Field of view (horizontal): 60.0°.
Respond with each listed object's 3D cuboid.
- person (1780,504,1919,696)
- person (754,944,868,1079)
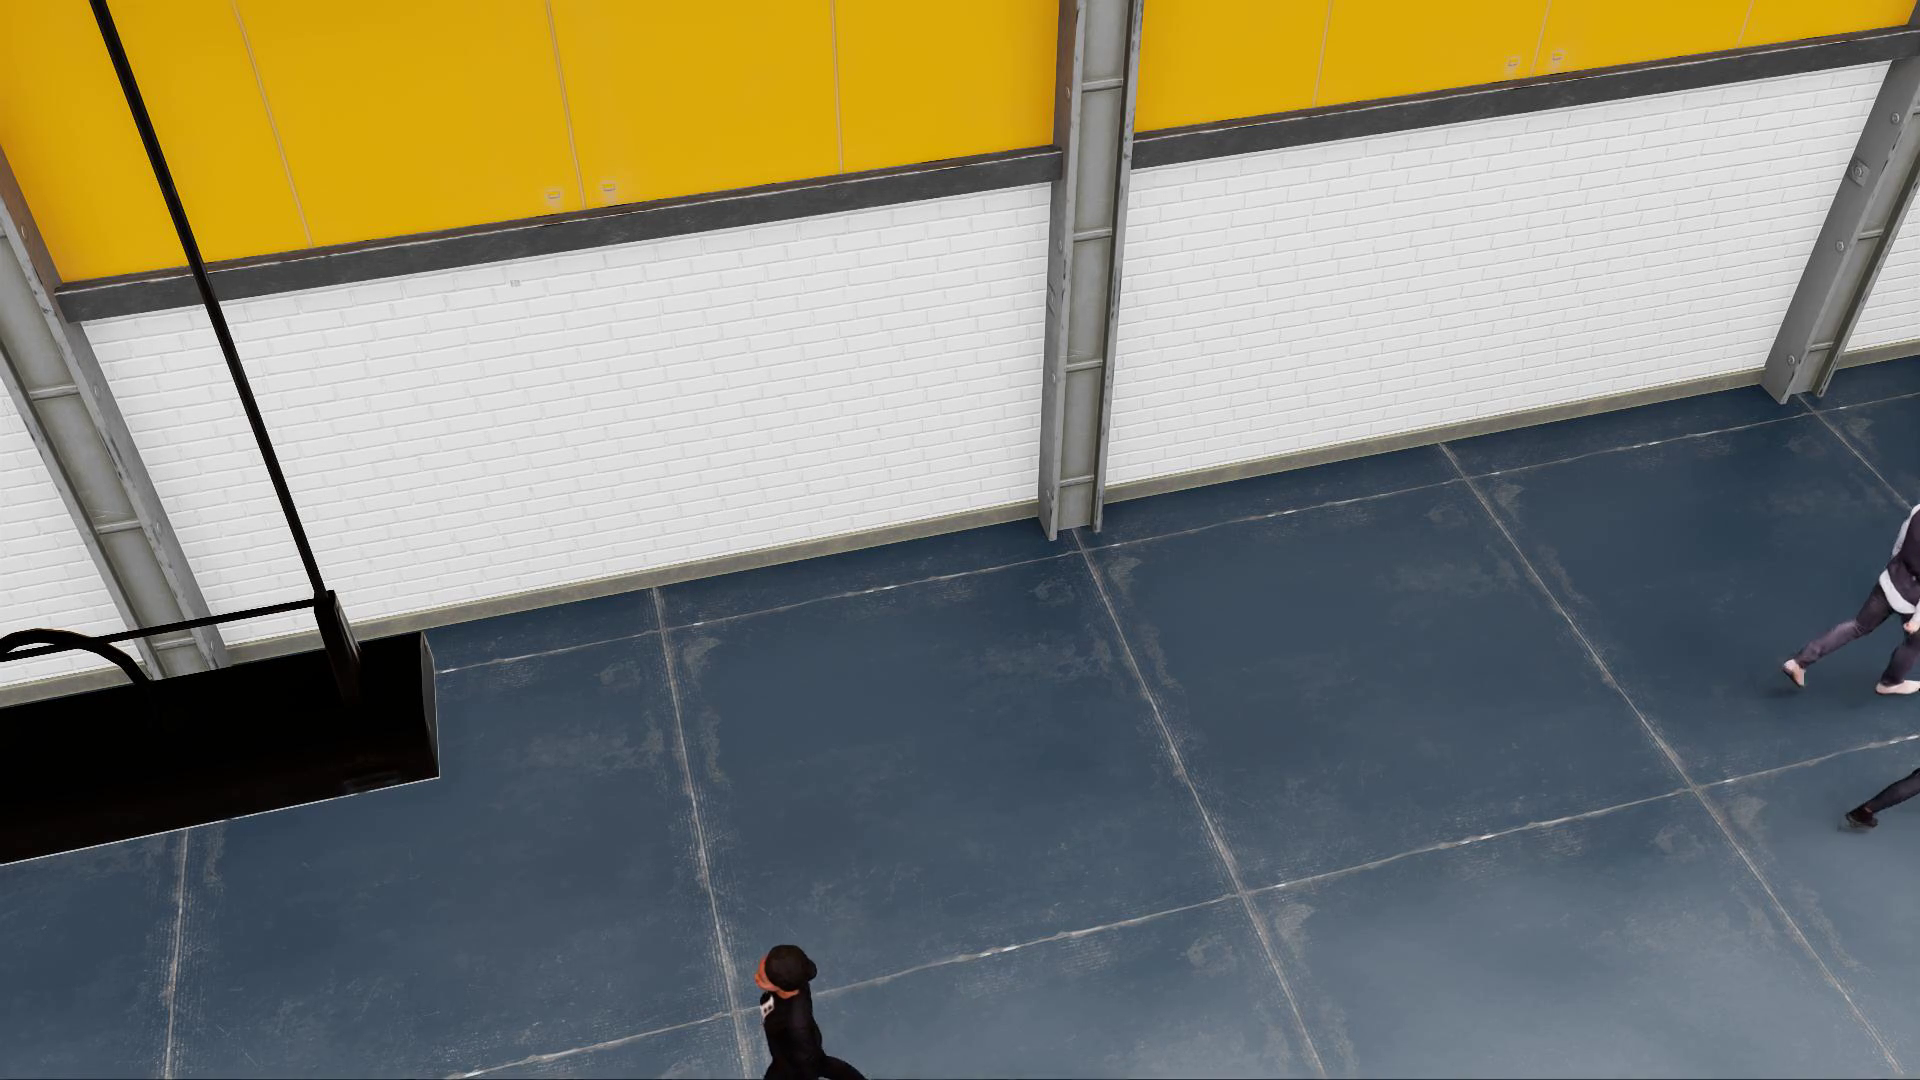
[{"bbox_3d":[5.738,0.360,10.248,1.243,1.783,0.781,-7,44,-7],"label":"person"},{"bbox_3d":[-0.724,2.462,8.147,1.114,1.638,0.656,-7,44,-8],"label":"person"}]
